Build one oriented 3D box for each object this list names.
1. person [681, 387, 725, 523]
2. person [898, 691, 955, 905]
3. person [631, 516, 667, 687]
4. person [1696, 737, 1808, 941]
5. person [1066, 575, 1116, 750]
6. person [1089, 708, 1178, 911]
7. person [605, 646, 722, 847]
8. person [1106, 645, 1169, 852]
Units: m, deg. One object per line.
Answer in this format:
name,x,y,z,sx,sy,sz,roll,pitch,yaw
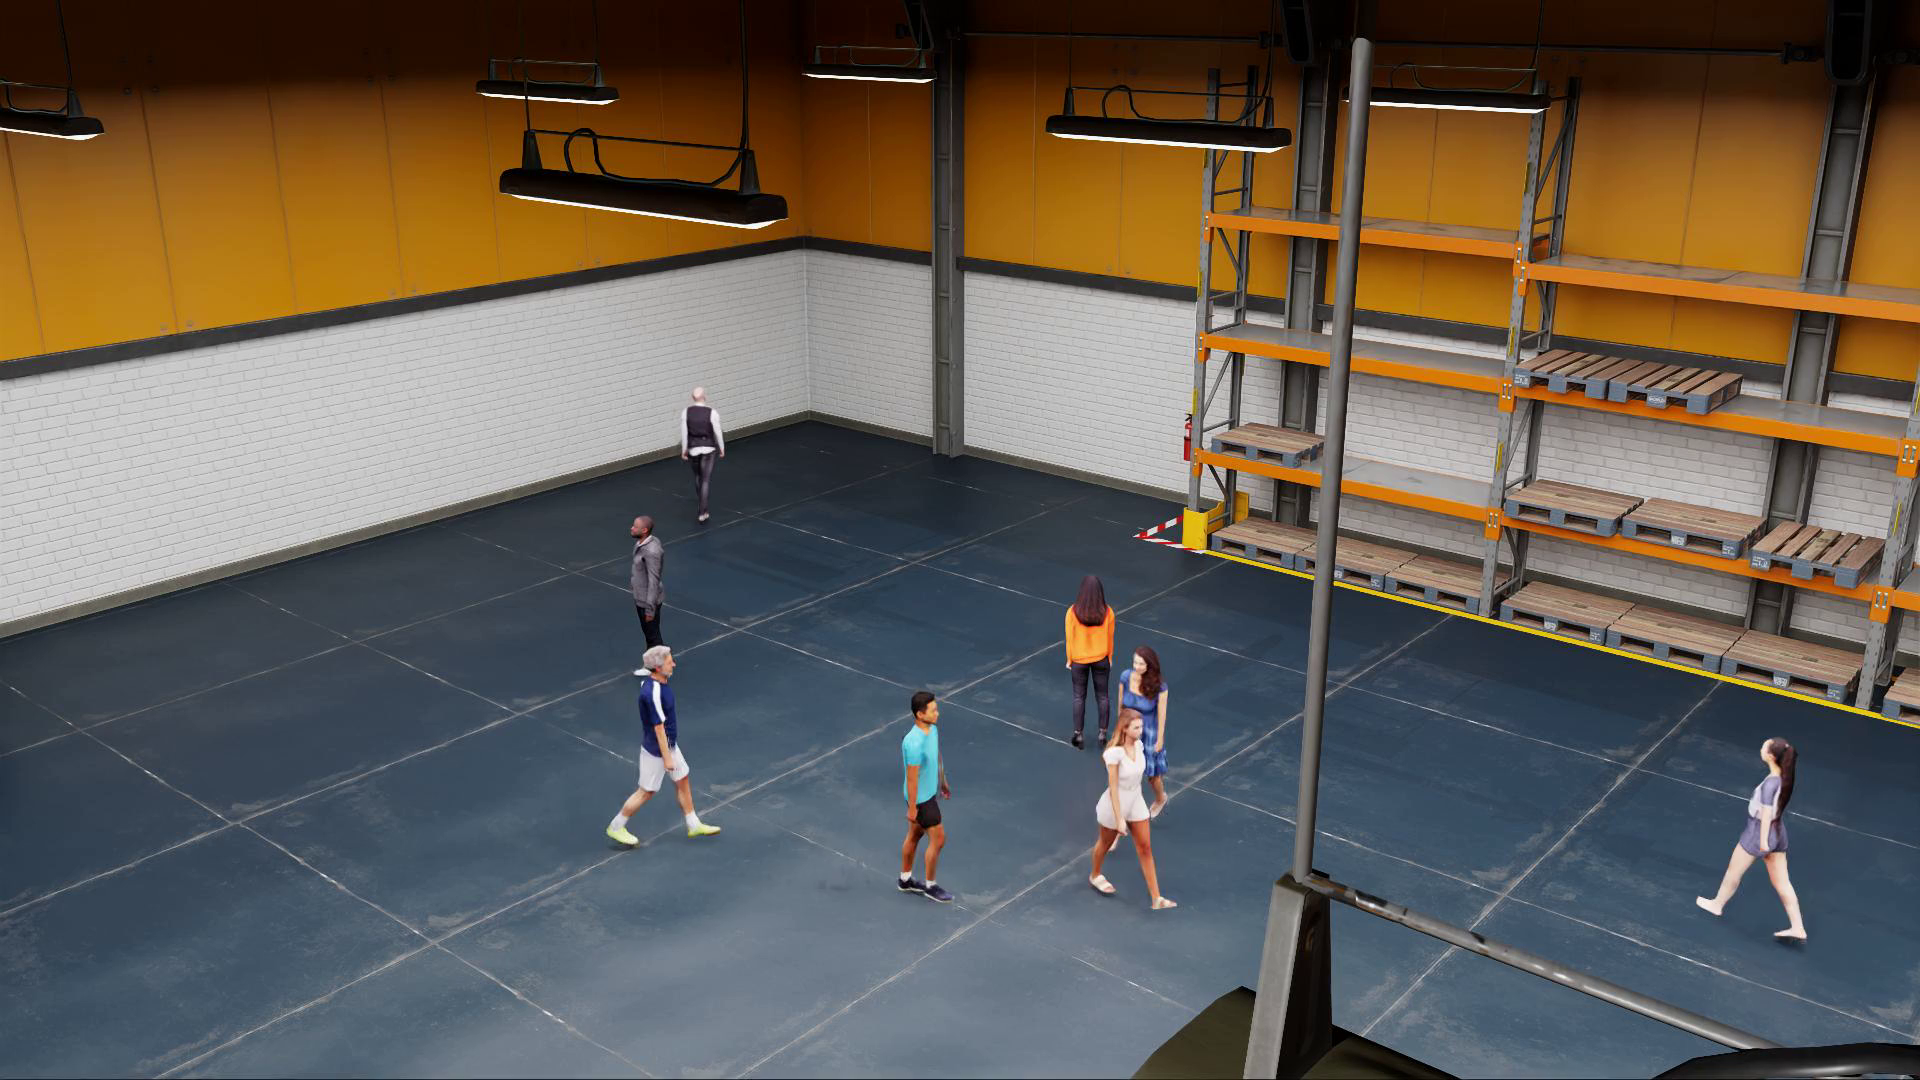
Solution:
person,-3.506,-1.119,22.454,1.246,1.775,1.205,1,19,4
person,-0.393,2.016,13.166,0.865,1.761,0.795,4,19,12
person,-3.217,0.613,17.244,0.868,1.818,0.731,-7,20,-19
person,6.199,2.289,12.599,0.772,1.606,1.119,-13,23,-34
person,1.236,1.148,15.763,0.698,1.748,0.765,-1,19,-3
person,1.215,2.095,13.113,0.750,1.646,1.153,-13,23,-34
person,-2.605,1.750,13.905,1.228,1.794,1.173,-1,19,-4
person,1.569,1.718,14.044,1.076,1.766,0.779,13,23,34
